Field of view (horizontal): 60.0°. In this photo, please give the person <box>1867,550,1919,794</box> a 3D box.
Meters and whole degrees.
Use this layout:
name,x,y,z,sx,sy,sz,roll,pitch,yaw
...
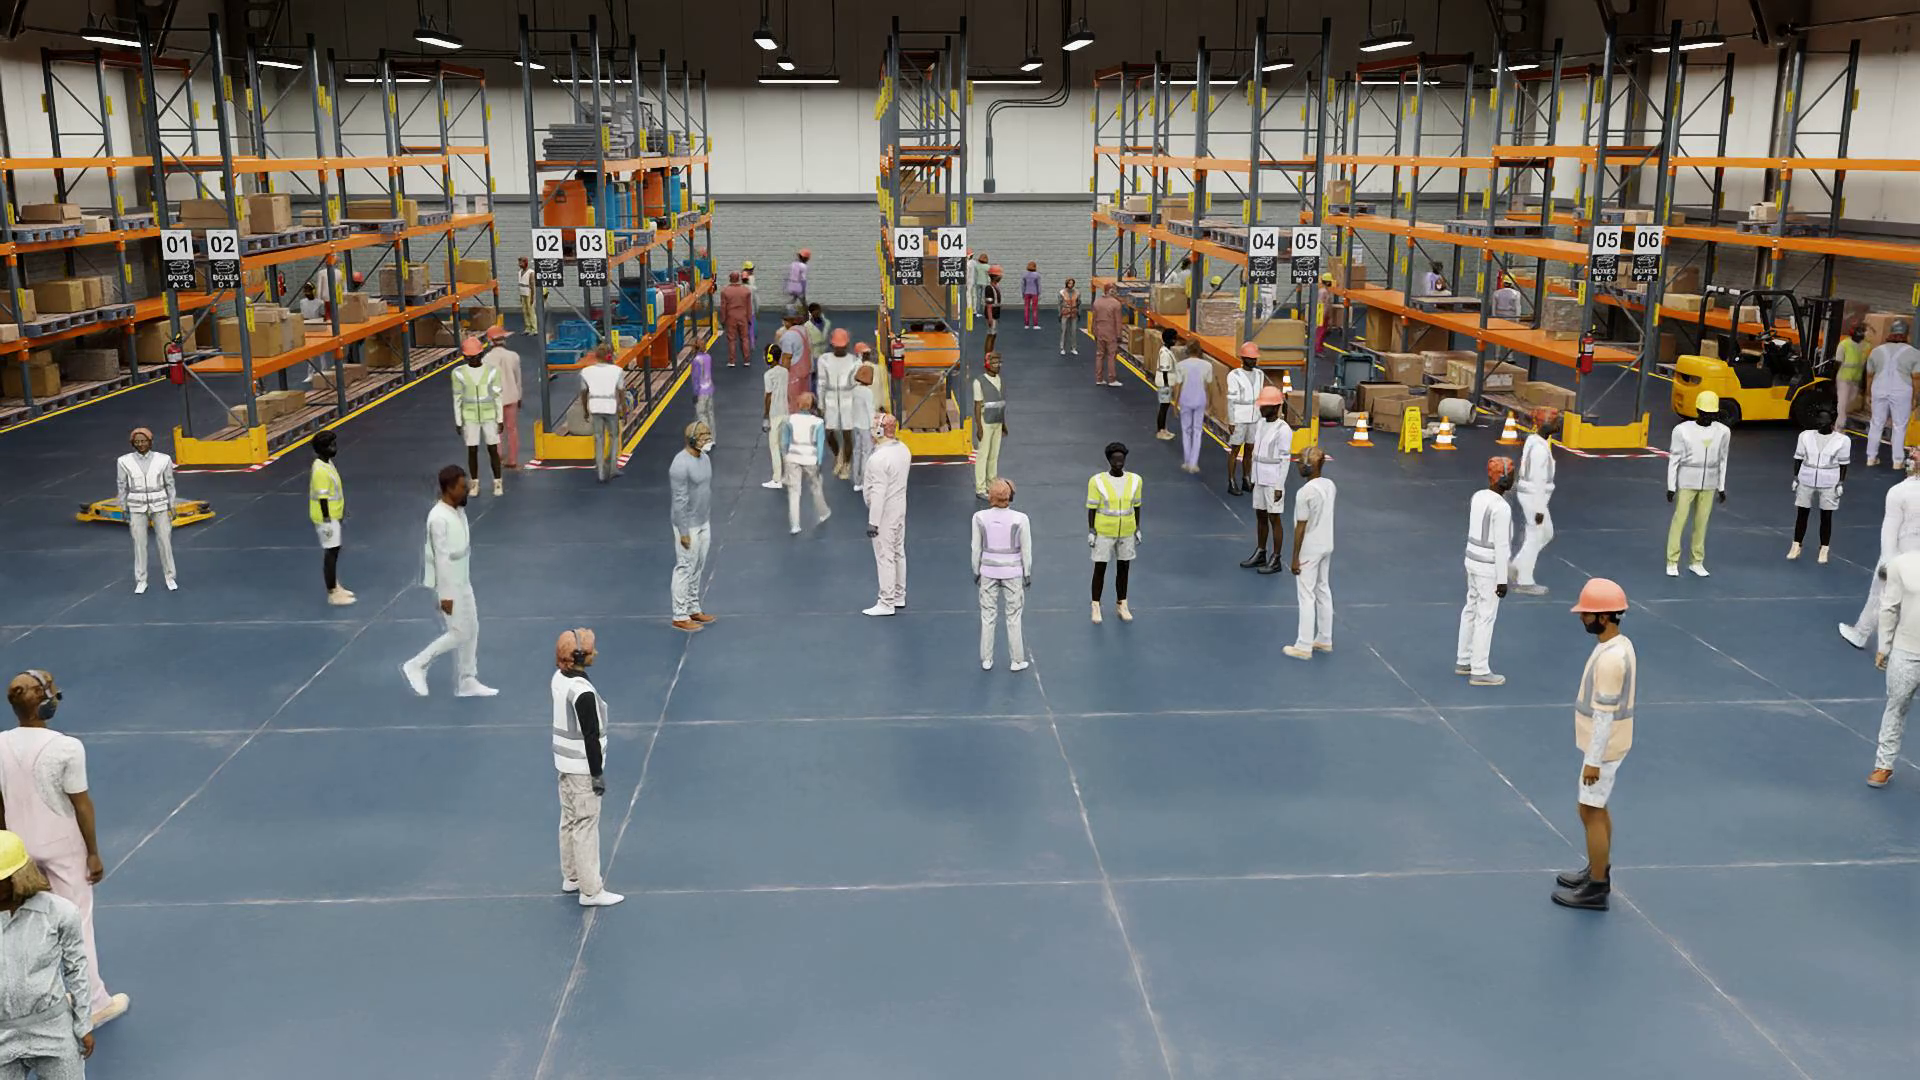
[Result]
name,x,y,z,sx,sy,sz,roll,pitch,yaw
person,6.529,0.768,11.230,0.627,1.941,0.371,9,16,35

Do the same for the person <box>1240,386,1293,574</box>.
name,x,y,z,sx,sy,sz,roll,pitch,yaw
person,3.161,-0.619,17.112,0.355,1.938,0.545,-6,15,-25

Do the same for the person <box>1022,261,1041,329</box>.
name,x,y,z,sx,sy,sz,roll,pitch,yaw
person,1.730,-5.910,40.175,0.499,1.634,0.279,6,15,24

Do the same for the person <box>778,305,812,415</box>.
name,x,y,z,sx,sy,sz,roll,pitch,yaw
person,-2.516,-2.525,24.963,0.536,2.000,0.683,6,14,22

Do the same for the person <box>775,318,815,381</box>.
name,x,y,z,sx,sy,sz,roll,pitch,yaw
person,-2.597,-2.769,26.357,0.631,1.886,0.857,3,14,13

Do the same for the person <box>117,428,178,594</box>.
name,x,y,z,sx,sy,sz,roll,pitch,yaw
person,-7.991,-0.297,16.384,0.514,1.641,0.307,-6,15,-24

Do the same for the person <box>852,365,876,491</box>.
name,x,y,z,sx,sy,sz,roll,pitch,yaw
person,-1.200,-1.406,21.096,0.286,1.632,0.500,-7,15,-28

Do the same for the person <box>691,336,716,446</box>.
name,x,y,z,sx,sy,sz,roll,pitch,yaw
person,-3.747,-2.145,24.218,0.310,1.638,0.522,3,14,14

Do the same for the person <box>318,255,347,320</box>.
name,x,y,z,sx,sy,sz,roll,pitch,yaw
person,-14.178,-5.468,37.627,0.623,1.942,0.863,-4,14,-15

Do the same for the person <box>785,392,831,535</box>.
name,x,y,z,sx,sy,sz,roll,pitch,yaw
person,-1.758,-0.902,19.065,0.515,1.584,0.887,3,14,13

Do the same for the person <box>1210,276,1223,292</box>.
name,x,y,z,sx,sy,sz,roll,pitch,yaw
person,5.163,-4.481,33.844,0.329,1.765,0.526,4,14,17

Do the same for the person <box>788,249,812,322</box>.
name,x,y,z,sx,sy,sz,roll,pitch,yaw
person,-3.796,-5.870,39.284,0.777,1.961,0.978,13,18,43

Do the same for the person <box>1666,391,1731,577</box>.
name,x,y,z,sx,sy,sz,roll,pitch,yaw
person,7.509,-0.568,16.923,0.594,1.922,0.384,0,13,1

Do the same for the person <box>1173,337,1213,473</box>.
name,x,y,z,sx,sy,sz,roll,pitch,yaw
person,3.126,-1.805,22.357,0.527,1.839,0.469,0,13,-2

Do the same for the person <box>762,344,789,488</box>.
name,x,y,z,sx,sy,sz,roll,pitch,yaw
person,-2.371,-1.594,21.423,0.328,1.862,0.501,6,15,24

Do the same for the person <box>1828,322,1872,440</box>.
name,x,y,z,sx,sy,sz,roll,pitch,yaw
person,13.174,-2.327,24.642,0.625,1.811,0.535,-4,14,-17

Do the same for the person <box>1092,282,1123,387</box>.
name,x,y,z,sx,sy,sz,roll,pitch,yaw
person,2.731,-3.780,30.576,0.642,1.905,0.399,12,18,42

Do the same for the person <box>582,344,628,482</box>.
name,x,y,z,sx,sy,sz,roll,pitch,yaw
person,-4.669,-1.670,21.830,0.625,1.813,0.625,0,13,2

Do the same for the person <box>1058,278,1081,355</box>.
name,x,y,z,sx,sy,sz,roll,pitch,yaw
person,2.314,-4.733,35.205,0.518,1.631,0.316,-3,14,-13

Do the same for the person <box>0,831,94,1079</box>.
name,x,y,z,sx,sy,sz,roll,pitch,yaw
person,-3.701,1.963,6.587,0.492,1.742,0.318,-5,14,-20

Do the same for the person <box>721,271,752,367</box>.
name,x,y,z,sx,sy,sz,roll,pitch,yaw
person,-4.471,-4.414,33.253,0.636,1.911,0.406,-4,14,-18

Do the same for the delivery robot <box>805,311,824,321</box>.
name,x,y,z,sx,sy,sz,roll,pitch,yaw
delivery robot,-3.503,-5.375,40.010,0.477,0.478,0.707,-5,15,-19

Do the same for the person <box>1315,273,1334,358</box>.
name,x,y,z,sx,sy,sz,roll,pitch,yaw
person,7.627,-4.694,34.758,0.327,1.762,0.528,7,15,26

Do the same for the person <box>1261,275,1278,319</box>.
name,x,y,z,sx,sy,sz,roll,pitch,yaw
person,7.115,-5.585,38.279,0.359,1.880,0.575,-4,14,-16

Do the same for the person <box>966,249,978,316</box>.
name,x,y,z,sx,sy,sz,roll,pitch,yaw
person,0.246,-6.675,43.183,0.349,1.743,0.563,7,15,29

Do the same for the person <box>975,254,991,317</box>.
name,x,y,z,sx,sy,sz,roll,pitch,yaw
person,0.599,-6.580,43.015,0.498,1.633,0.278,10,17,37

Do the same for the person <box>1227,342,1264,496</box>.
name,x,y,z,sx,sy,sz,roll,pitch,yaw
person,3.610,-1.531,20.973,0.544,1.939,0.354,-8,15,-30

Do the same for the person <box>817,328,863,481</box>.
name,x,y,z,sx,sy,sz,roll,pitch,yaw
person,-1.567,-1.768,21.789,0.633,2.022,0.465,1,13,3

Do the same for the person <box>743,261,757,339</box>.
name,x,y,z,sx,sy,sz,roll,pitch,yaw
person,-4.817,-5.511,38.197,0.304,1.771,0.523,-2,13,-10

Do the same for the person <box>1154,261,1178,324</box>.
name,x,y,z,sx,sy,sz,roll,pitch,yaw
person,4.553,-5.399,37.425,0.636,1.911,0.406,7,15,27

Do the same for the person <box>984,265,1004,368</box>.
name,x,y,z,sx,sy,sz,roll,pitch,yaw
person,0.686,-4.448,33.105,0.391,2.040,0.615,3,14,13

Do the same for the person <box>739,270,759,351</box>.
name,x,y,z,sx,sy,sz,roll,pitch,yaw
person,-4.614,-4.936,35.858,0.572,1.730,0.714,-3,14,-14

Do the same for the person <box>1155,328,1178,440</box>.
name,x,y,z,sx,sy,sz,roll,pitch,yaw
person,3.087,-2.334,24.919,0.324,1.685,0.540,2,13,10
